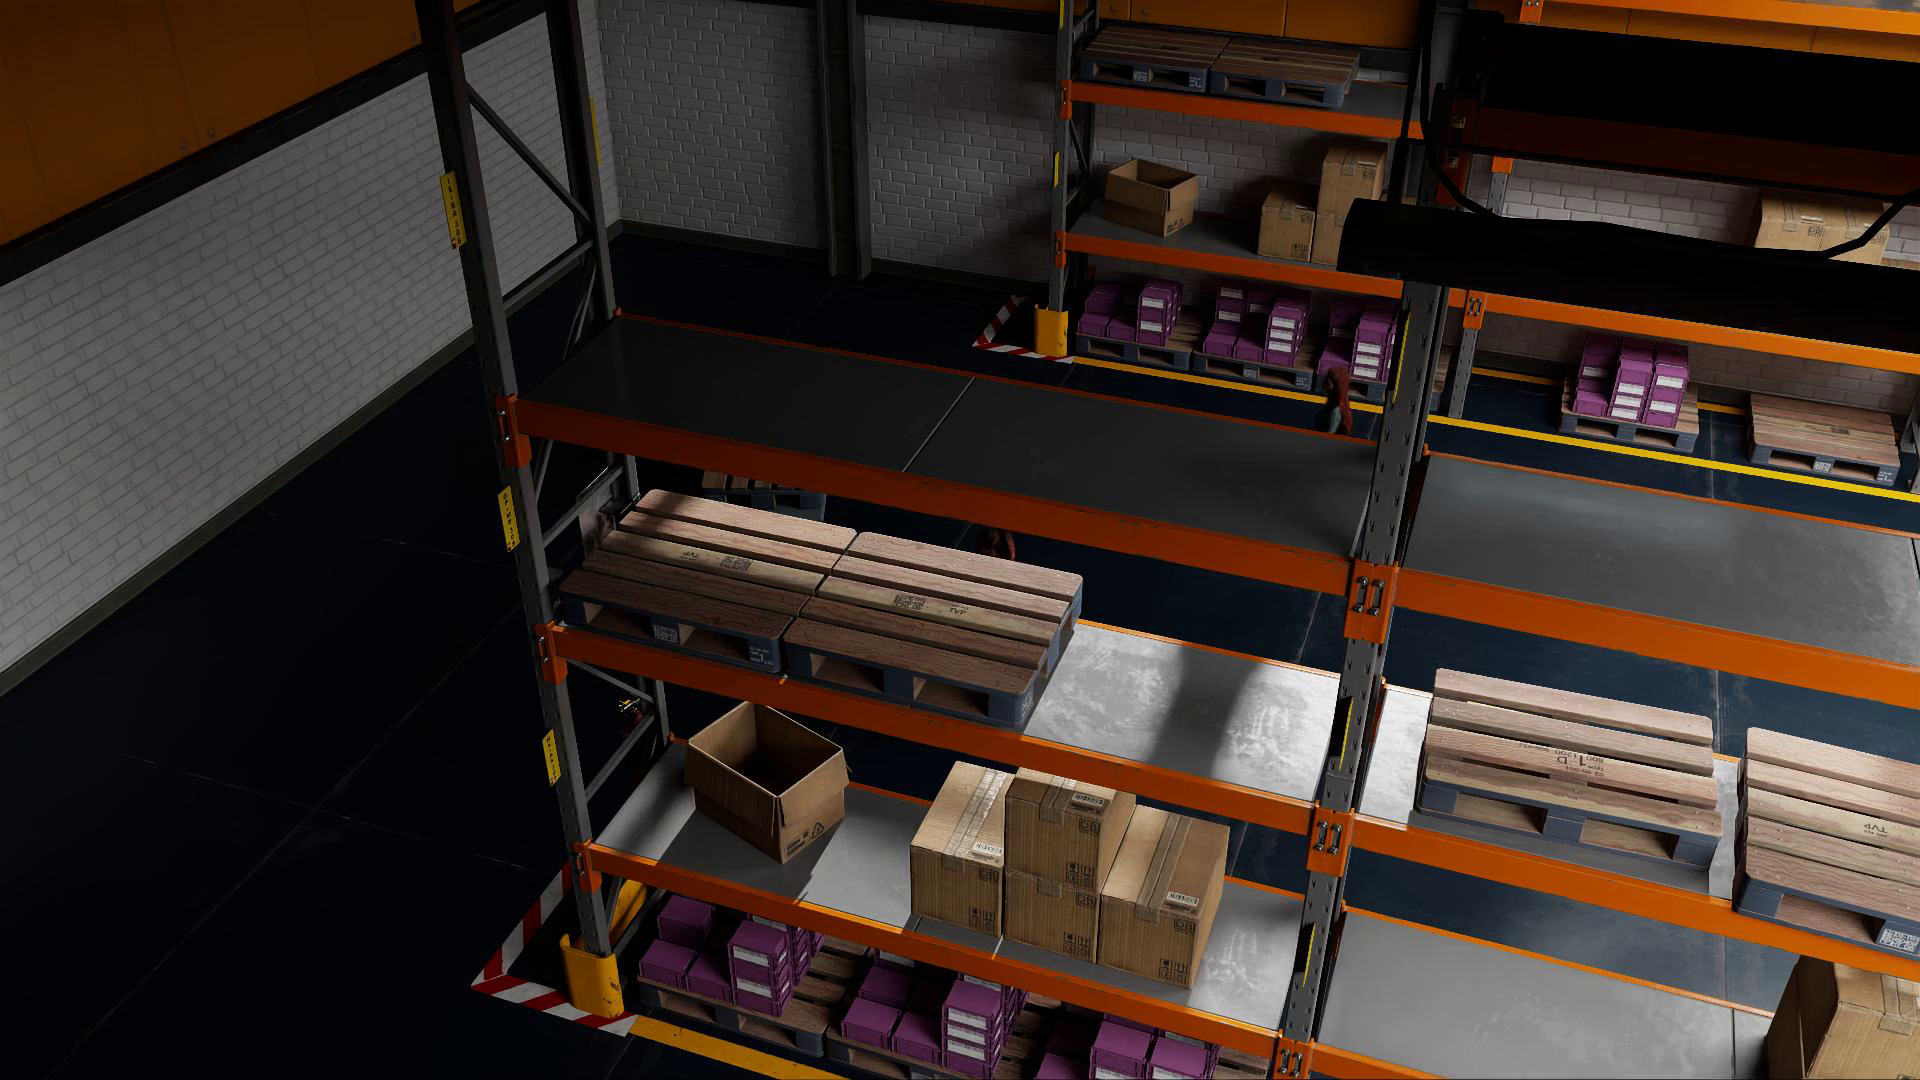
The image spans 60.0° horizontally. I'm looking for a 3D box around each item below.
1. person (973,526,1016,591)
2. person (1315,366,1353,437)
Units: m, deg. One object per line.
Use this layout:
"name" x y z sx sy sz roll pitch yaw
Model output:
"person" 0.323 0.659 11.544 0.810 1.707 0.681 7 34 10
"person" 2.950 -0.632 13.456 0.546 1.741 0.593 15 36 21
